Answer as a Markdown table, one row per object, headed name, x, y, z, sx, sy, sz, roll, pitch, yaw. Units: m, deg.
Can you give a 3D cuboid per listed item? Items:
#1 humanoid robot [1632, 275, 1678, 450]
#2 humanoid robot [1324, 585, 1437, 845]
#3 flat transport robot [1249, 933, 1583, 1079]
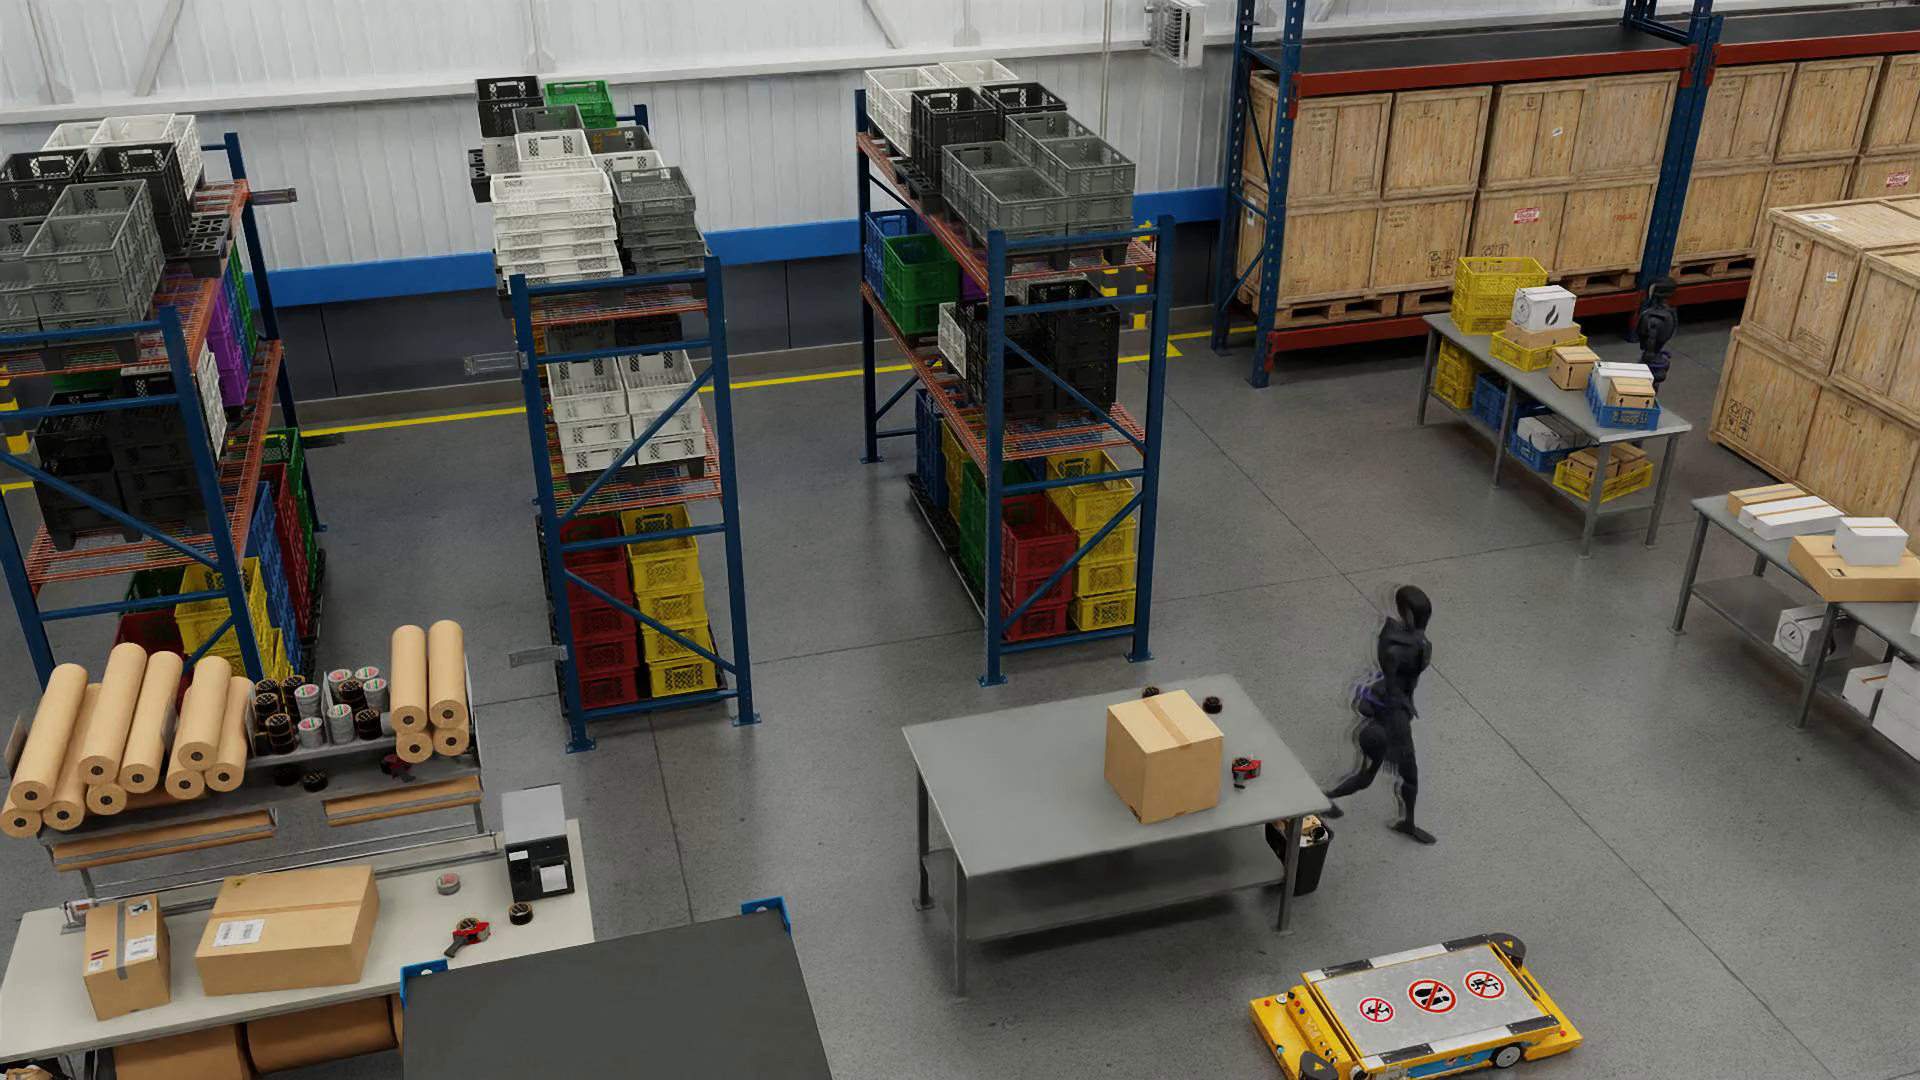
| name | x | y | z | sx | sy | sz | roll | pitch | yaw |
| --- | --- | --- | --- | --- | --- | --- | --- | --- | --- |
| humanoid robot | 5.361 | -1.276 | 13.007 | 0.316 | 1.657 | 0.612 | 14 | 32 | 23 |
| humanoid robot | 2.323 | 0.921 | 9.061 | 0.692 | 1.635 | 0.598 | 20 | 34 | 31 |
| flat transport robot | 2.184 | 2.282 | 7.980 | 1.431 | 0.197 | 0.652 | -8 | 30 | -14 |
